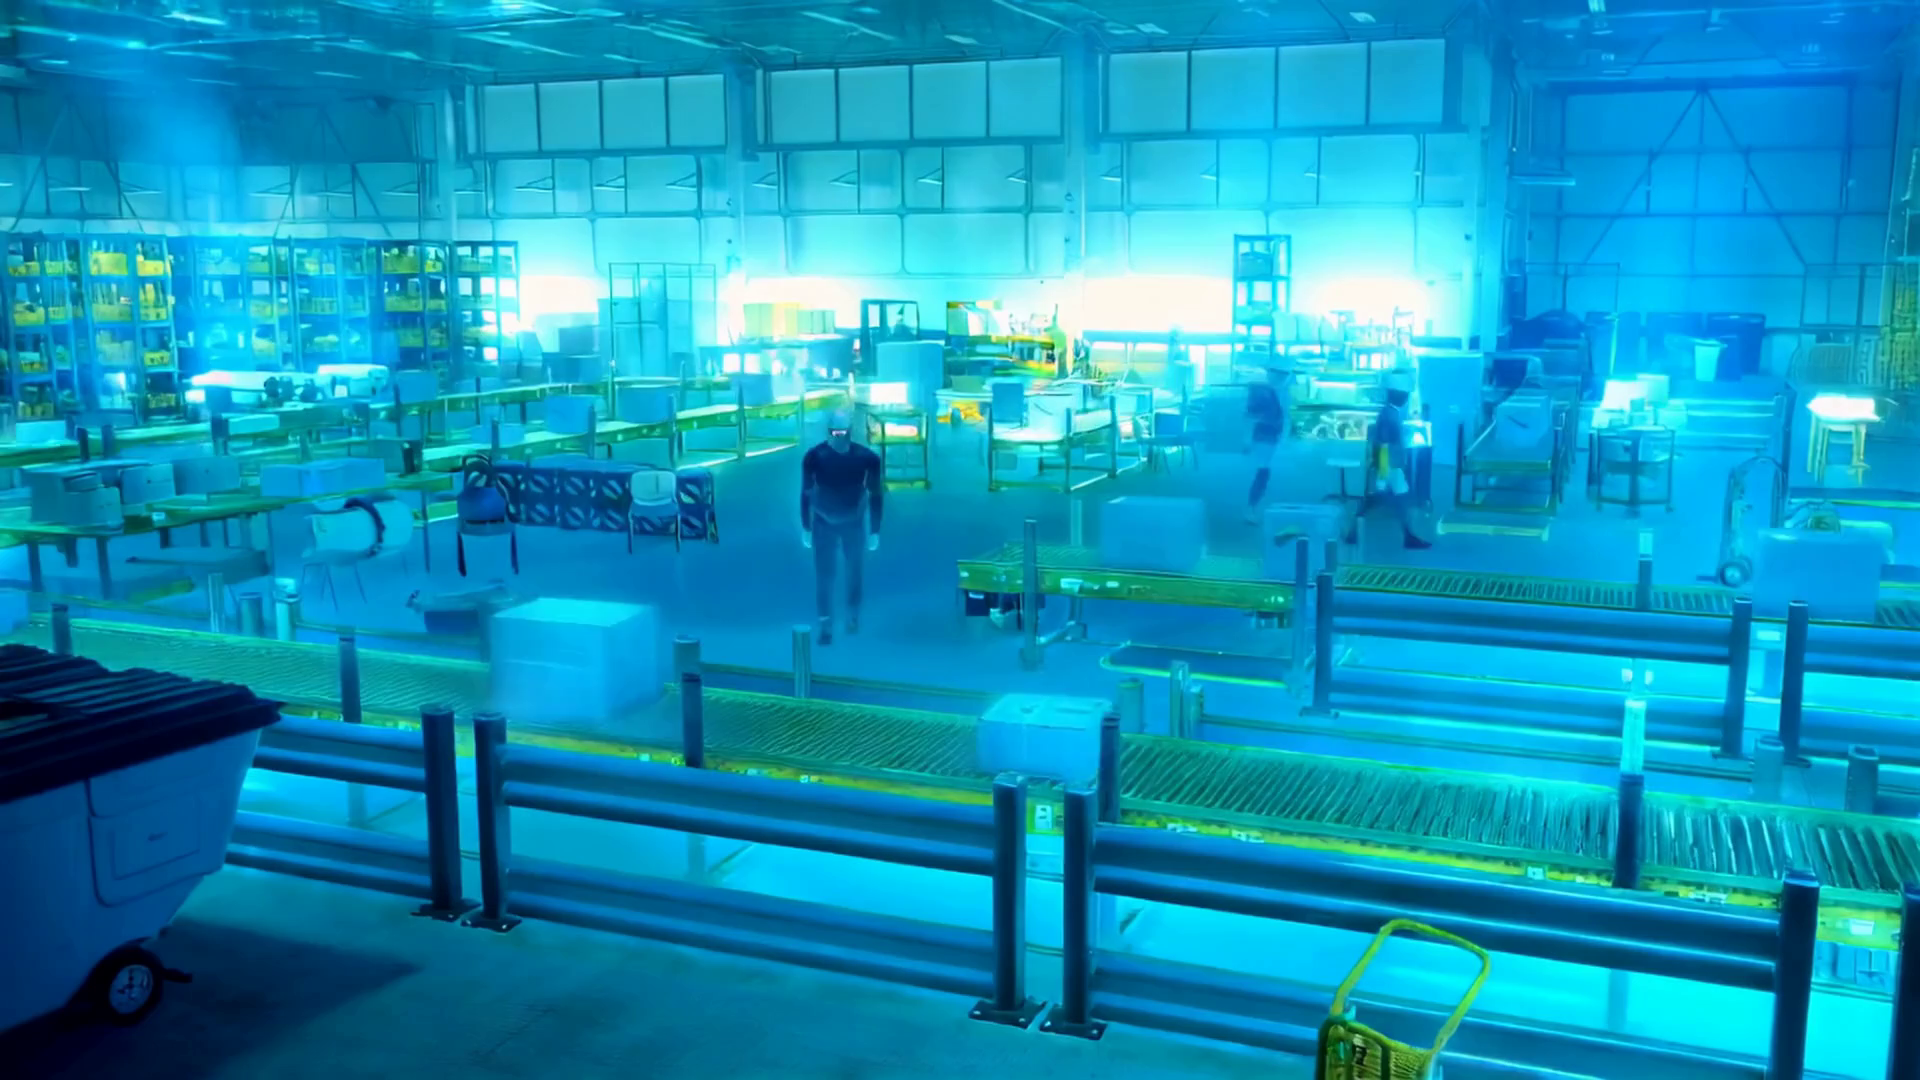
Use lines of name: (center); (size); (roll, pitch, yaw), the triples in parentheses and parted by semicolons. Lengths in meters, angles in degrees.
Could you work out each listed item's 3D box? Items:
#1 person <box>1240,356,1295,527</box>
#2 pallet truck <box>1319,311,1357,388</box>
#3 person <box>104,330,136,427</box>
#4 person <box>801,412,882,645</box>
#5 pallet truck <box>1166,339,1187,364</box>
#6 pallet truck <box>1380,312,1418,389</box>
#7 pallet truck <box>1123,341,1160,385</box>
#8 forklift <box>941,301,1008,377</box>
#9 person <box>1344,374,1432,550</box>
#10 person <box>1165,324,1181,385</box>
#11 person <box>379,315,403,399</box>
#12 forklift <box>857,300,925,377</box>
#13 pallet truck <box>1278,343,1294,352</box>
person: (3.585, -1.137, 19.321); (0.624, 1.997, 0.571); (-7, 11, -35)
pallet truck: (9.071, -4.419, 39.190); (0.823, 1.965, 1.885); (5, 10, 26)
person: (-15.781, -3.021, 31.230); (0.595, 1.828, 0.403); (1, 9, 4)
person: (-0.959, -0.096, 13.416); (0.654, 1.856, 0.970); (0, 9, -3)
pallet truck: (5.418, -4.269, 40.420); (0.704, 1.261, 1.522); (3, 10, 20)
pallet truck: (10.207, -4.283, 38.369); (0.823, 1.965, 1.885); (3, 10, 20)
pallet truck: (4.445, -4.380, 41.279); (0.680, 1.201, 1.601); (4, 10, 22)
forklift: (0.365, -4.966, 41.571); (1.157, 1.987, 2.680); (3, 10, 20)
person: (4.567, -0.842, 17.837); (0.947, 1.901, 0.544); (1, 9, 8)
person: (4.624, -3.788, 36.077); (0.327, 1.765, 0.528); (4, 10, 25)
person: (-12.247, -3.864, 35.873); (0.436, 1.975, 0.639); (3, 10, 19)
forklift: (-1.732, -5.109, 42.468); (1.157, 1.987, 2.680); (4, 10, 22)
pallet truck: (7.886, -4.163, 39.743); (0.653, 1.274, 1.630); (4, 10, 22)
